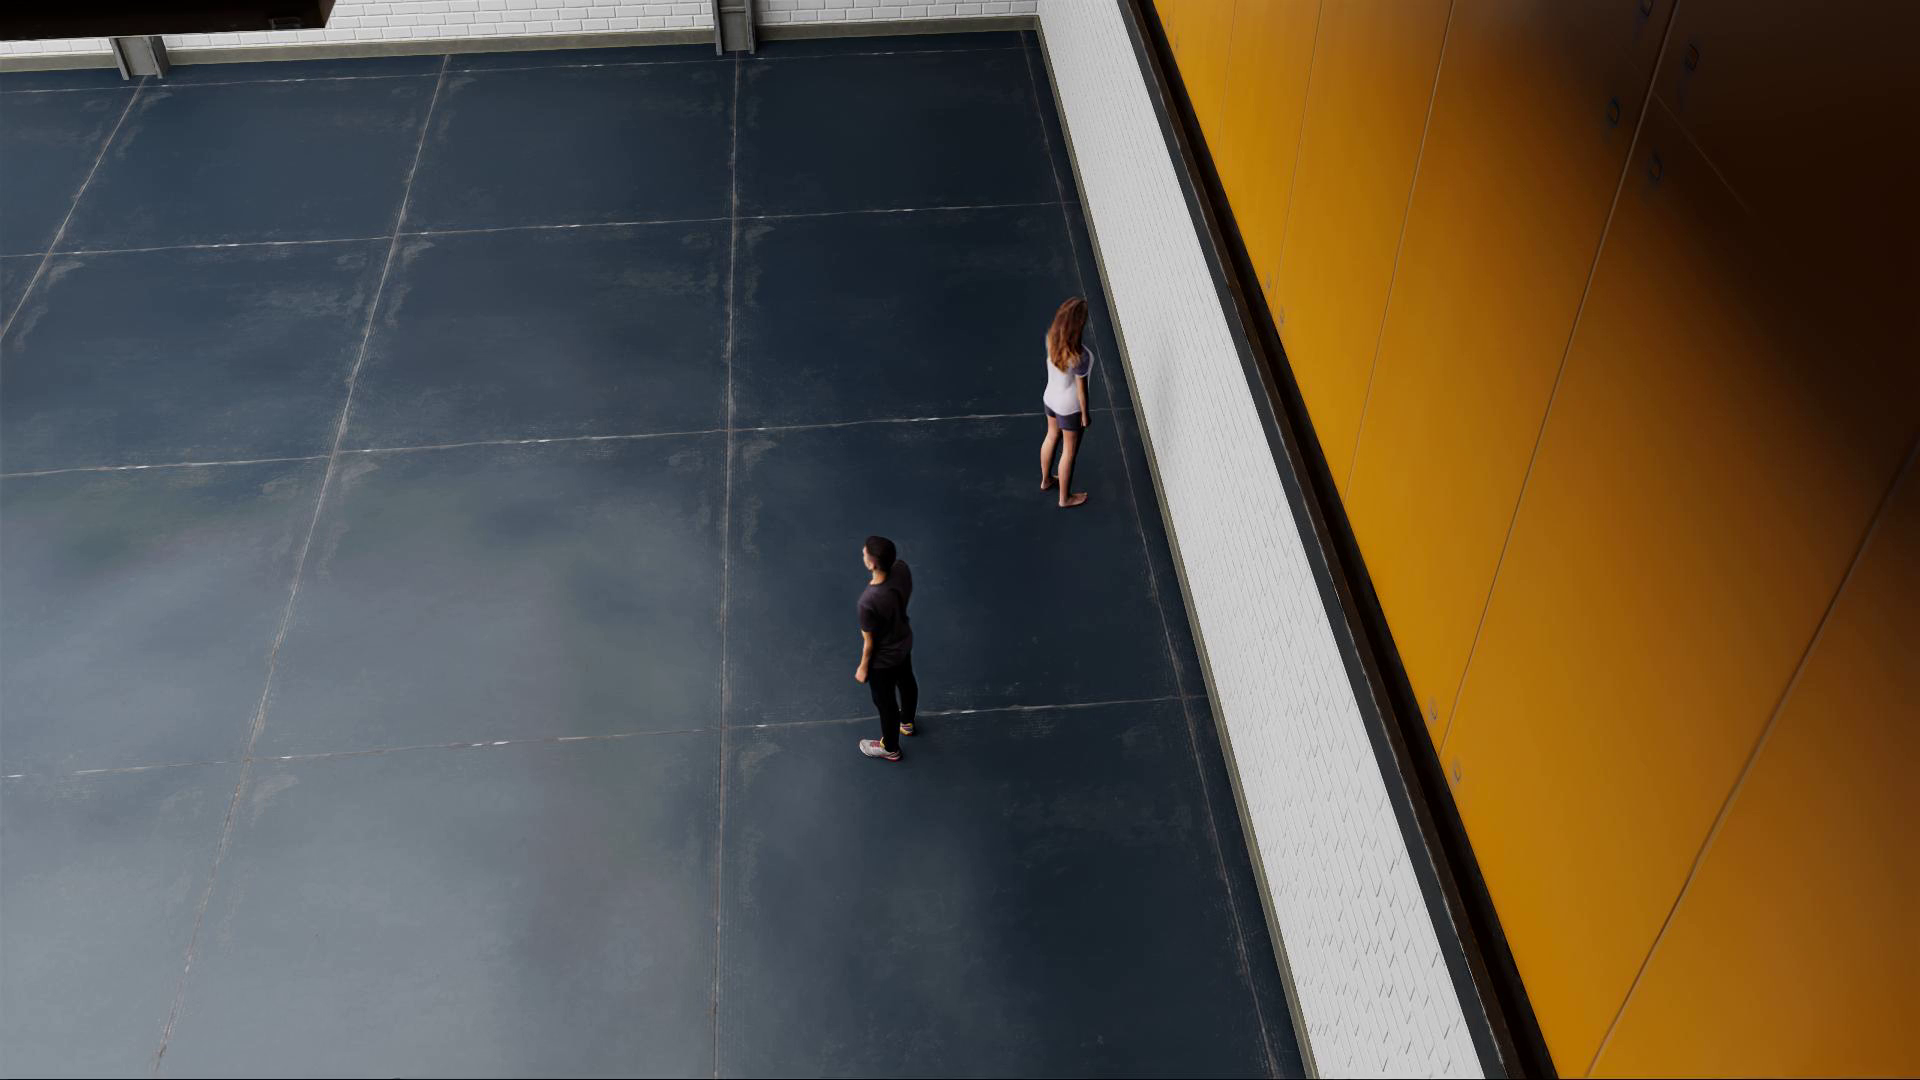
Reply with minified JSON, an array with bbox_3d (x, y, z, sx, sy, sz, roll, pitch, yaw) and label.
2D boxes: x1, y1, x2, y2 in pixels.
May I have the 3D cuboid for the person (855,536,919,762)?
[{"bbox_3d":[-0.442,0.649,10.024,0.720,1.763,0.716,19,47,19],"label":"person"}]

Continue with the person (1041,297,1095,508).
[{"bbox_3d":[0.734,-0.974,11.752,0.689,1.730,0.682,-21,48,-21],"label":"person"}]
